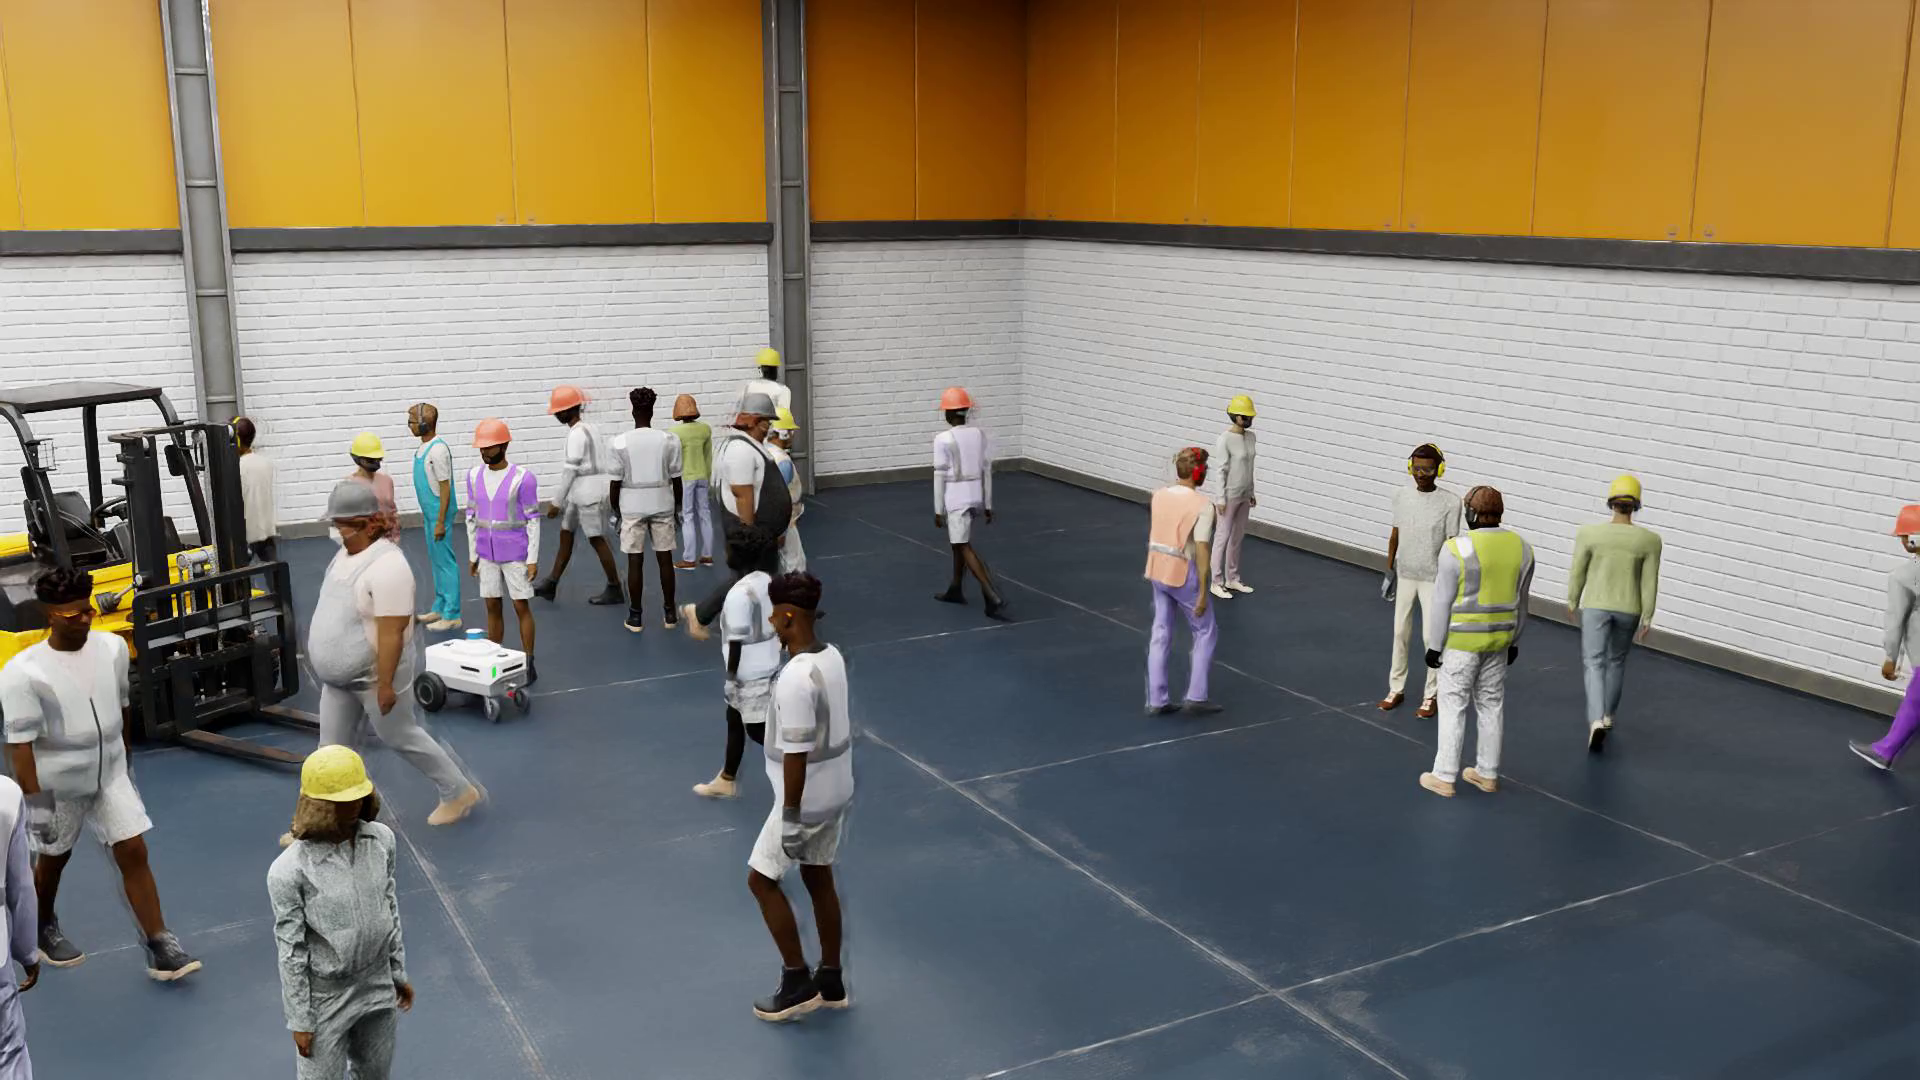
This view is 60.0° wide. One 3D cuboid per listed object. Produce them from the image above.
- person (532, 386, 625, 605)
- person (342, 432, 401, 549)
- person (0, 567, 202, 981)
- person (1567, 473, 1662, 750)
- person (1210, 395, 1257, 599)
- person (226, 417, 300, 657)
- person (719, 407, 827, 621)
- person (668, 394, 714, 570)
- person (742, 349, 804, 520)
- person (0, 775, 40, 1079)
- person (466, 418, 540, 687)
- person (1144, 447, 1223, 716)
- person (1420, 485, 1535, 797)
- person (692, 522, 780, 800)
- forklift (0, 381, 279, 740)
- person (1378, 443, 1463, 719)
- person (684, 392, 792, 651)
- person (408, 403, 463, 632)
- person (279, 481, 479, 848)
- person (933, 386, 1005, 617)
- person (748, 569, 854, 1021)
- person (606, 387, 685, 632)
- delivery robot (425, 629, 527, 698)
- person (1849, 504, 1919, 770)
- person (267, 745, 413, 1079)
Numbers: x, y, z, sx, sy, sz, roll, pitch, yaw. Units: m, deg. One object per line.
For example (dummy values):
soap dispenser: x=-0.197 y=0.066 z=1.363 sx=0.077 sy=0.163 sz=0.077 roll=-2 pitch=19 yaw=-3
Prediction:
person: x=-3.299 y=-0.359 z=14.018 sx=0.925 sy=1.880 sz=0.545 roll=-3 pitch=12 yaw=-14
person: x=-4.383 y=0.064 z=12.345 sx=0.422 sy=1.754 sz=0.539 roll=6 pitch=14 yaw=27
person: x=-3.883 y=1.044 z=7.374 sx=1.023 sy=1.907 sz=0.635 roll=7 pitch=14 yaw=29
person: x=4.171 y=0.445 z=10.600 sx=0.522 sy=1.731 sz=0.849 roll=2 pitch=12 yaw=11
person: x=2.402 y=-0.380 z=14.390 sx=0.328 sy=1.767 sz=0.531 roll=11 pitch=17 yaw=43
person: x=-5.412 y=-0.016 z=12.527 sx=0.948 sy=1.825 sz=0.554 roll=4 pitch=13 yaw=19
person: x=-1.548 y=-0.171 z=13.363 sx=0.885 sy=1.797 sz=0.603 roll=-7 pitch=14 yaw=-30
person: x=-2.511 y=-0.541 z=15.461 sx=0.283 sy=1.631 sz=0.503 roll=11 pitch=16 yaw=42
person: x=-1.956 y=-1.035 z=17.194 sx=0.609 sy=1.870 sz=0.974 roll=5 pitch=13 yaw=23
person: x=-3.369 y=1.440 z=5.529 sx=0.593 sy=1.911 sz=0.384 roll=-11 pitch=16 yaw=-42
person: x=-3.240 y=0.095 z=11.758 sx=0.549 sy=1.936 sz=0.377 roll=3 pitch=13 yaw=16
person: x=1.520 y=0.283 z=11.150 sx=0.624 sy=1.819 sz=0.586 roll=-9 pitch=15 yaw=-37
person: x=3.005 y=0.590 z=9.702 sx=0.638 sy=1.832 sz=0.429 roll=-4 pitch=13 yaw=-19
person: x=-1.137 y=0.723 z=9.450 sx=0.818 sy=1.663 sz=0.537 roll=2 pitch=12 yaw=11
forklift: x=-5.853 y=0.085 z=11.199 sx=2.313 sy=2.155 sz=1.214 roll=7 pitch=14 yaw=28
person: x=3.081 y=0.268 z=11.147 sx=0.519 sy=1.860 sz=0.322 roll=10 pitch=15 yaw=39
person: x=-1.660 y=-0.140 z=12.616 sx=0.786 sy=2.000 sz=0.692 roll=1 pitch=12 yaw=5
person: x=-4.200 y=-0.185 z=13.298 sx=0.348 sy=1.842 sz=0.506 roll=-7 pitch=14 yaw=-29
person: x=-3.185 y=0.623 z=9.039 sx=1.017 sy=2.000 sz=0.693 roll=-12 pitch=17 yaw=-43
person: x=0.082 y=-0.315 z=13.812 sx=0.541 sy=1.900 sz=0.925 roll=-11 pitch=16 yaw=-41
person: x=-0.694 y=1.086 z=7.137 sx=0.509 sy=1.931 sz=0.638 roll=3 pitch=12 yaw=15
person: x=-2.502 y=-0.245 z=13.286 sx=0.609 sy=1.965 sz=0.364 roll=-4 pitch=13 yaw=-18
delivery robot: x=-3.281 y=0.846 z=11.282 sx=0.707 sy=0.478 sz=0.477 roll=7 pitch=14 yaw=30
person: x=5.669 y=0.636 z=9.810 sx=0.566 sy=1.682 sz=0.879 roll=-5 pitch=13 yaw=-23
person: x=-2.032 y=1.518 z=5.552 sx=0.295 sy=1.744 sz=0.484 roll=7 pitch=14 yaw=28
